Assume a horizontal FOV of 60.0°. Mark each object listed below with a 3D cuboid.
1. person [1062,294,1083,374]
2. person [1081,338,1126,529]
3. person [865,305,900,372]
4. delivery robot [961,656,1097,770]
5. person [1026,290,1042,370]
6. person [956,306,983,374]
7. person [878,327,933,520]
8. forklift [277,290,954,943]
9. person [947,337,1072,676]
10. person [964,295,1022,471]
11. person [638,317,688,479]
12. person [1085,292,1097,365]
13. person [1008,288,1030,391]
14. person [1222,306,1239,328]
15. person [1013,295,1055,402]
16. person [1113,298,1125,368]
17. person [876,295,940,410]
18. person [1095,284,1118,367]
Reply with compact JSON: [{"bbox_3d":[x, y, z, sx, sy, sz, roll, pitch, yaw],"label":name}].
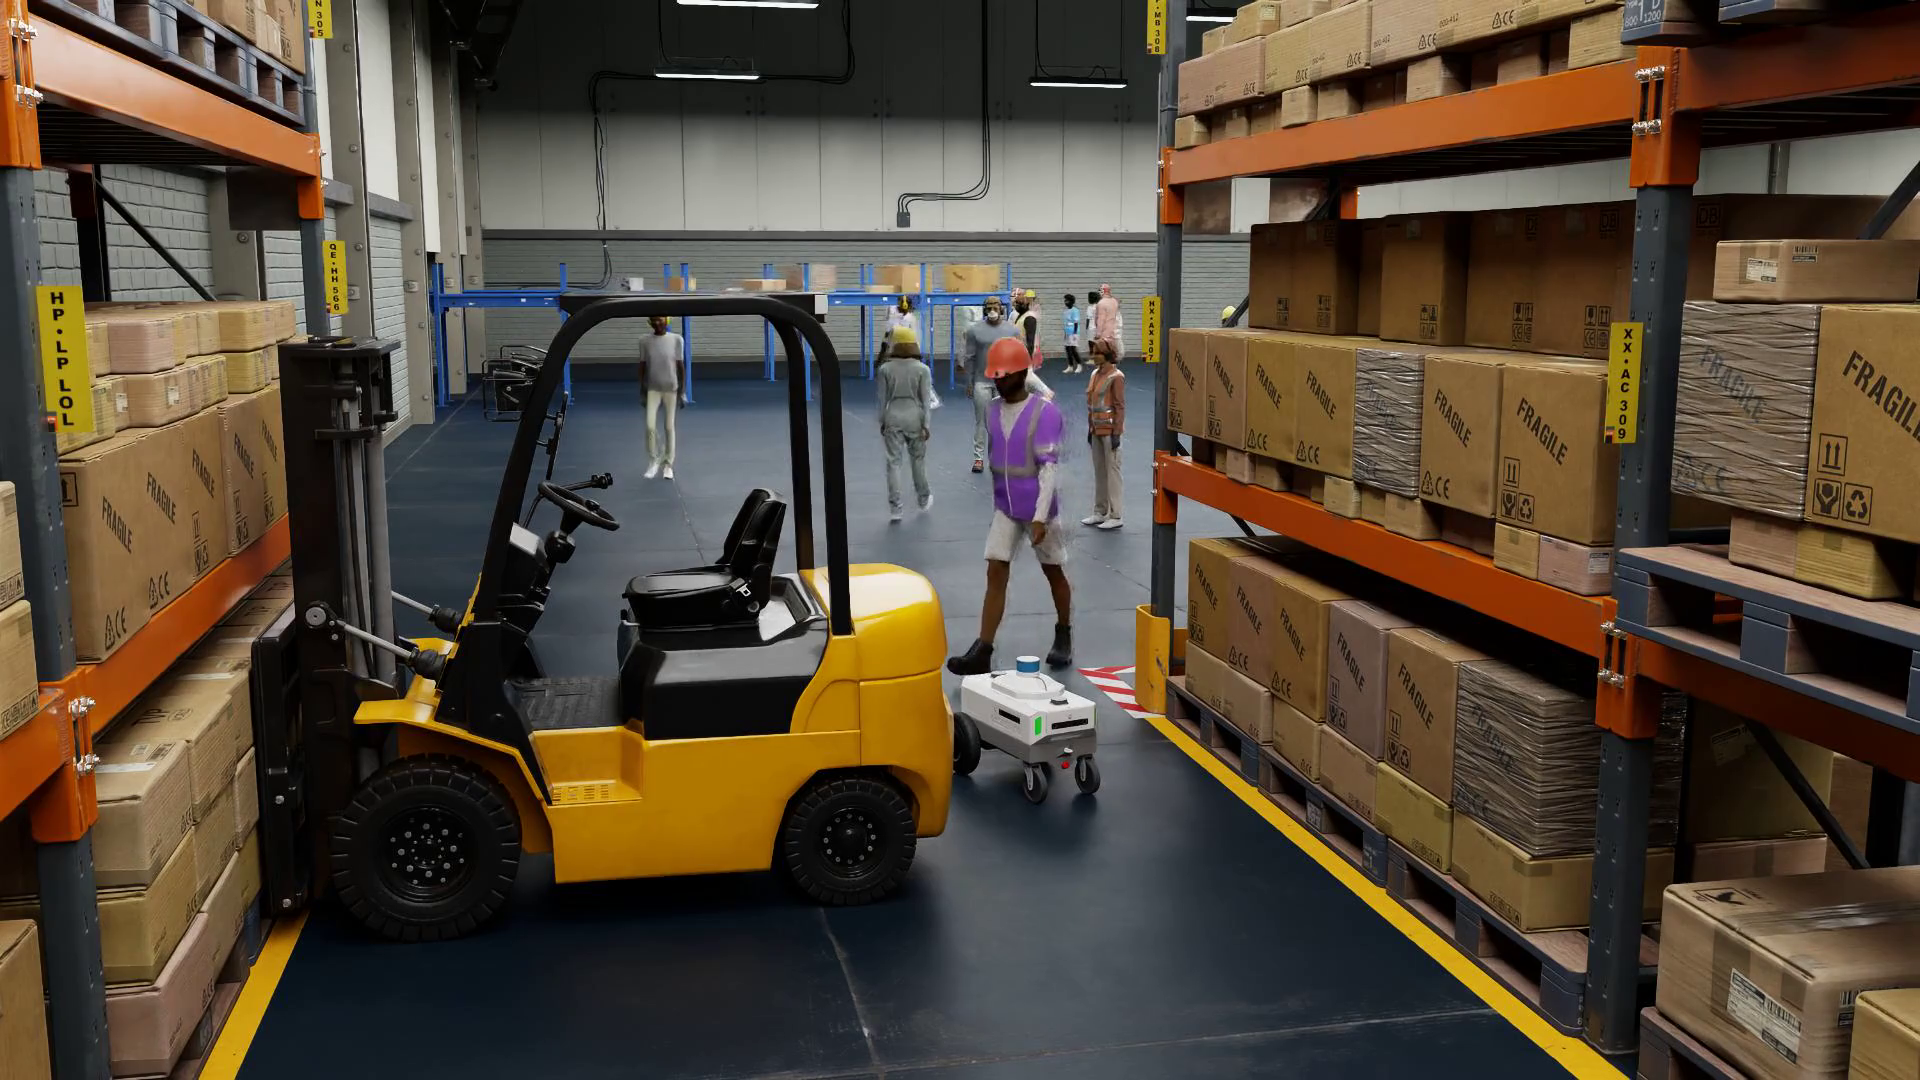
[{"bbox_3d":[2.392,-4.375,35.302,0.398,1.687,0.539,-3,10,-19],"label":"person"},{"bbox_3d":[1.256,-0.920,14.379,0.310,1.638,0.522,-4,10,-23],"label":"person"},{"bbox_3d":[-1.512,-4.582,35.972,1.033,1.879,0.563,-2,10,-12],"label":"person"},{"bbox_3d":[0.299,0.754,7.311,0.477,0.478,0.707,-5,11,-28],"label":"delivery robot"},{"bbox_3d":[1.579,-4.611,36.546,0.378,1.754,0.534,-8,12,-40],"label":"person"},{"bbox_3d":[0.277,-4.449,35.152,0.641,1.887,0.994,-7,12,-37],"label":"person"},{"bbox_3d":[-0.487,-1.063,15.047,0.503,1.703,0.813,1,9,8],"label":"person"},{"bbox_3d":[-1.179,0.175,6.143,2.313,2.155,1.214,-2,10,-12],"label":"forklift"},{"bbox_3d":[0.350,-0.173,9.160,0.605,1.873,1.007,8,12,39],"label":"person"},{"bbox_3d":[0.364,-1.729,18.399,0.630,1.940,0.372,0,9,-2],"label":"person"},{"bbox_3d":[-3.150,-1.559,17.635,0.523,1.854,0.608,-1,9,-5],"label":"person"},{"bbox_3d":[3.049,-4.867,38.266,0.354,1.684,0.552,6,11,34],"label":"person"},{"bbox_3d":[0.936,-3.133,27.052,0.409,1.909,0.639,2,10,14],"label":"person"},{"bbox_3d":[3.318,-1.989,20.495,0.525,1.772,0.309,1,9,8],"label":"person"},{"bbox_3d":[1.063,-2.966,26.312,0.804,1.817,0.639,-3,10,-17],"label":"person"},{"bbox_3d":[3.166,-4.108,33.856,0.364,1.625,0.507,5,11,29],"label":"person"},{"bbox_3d":[-0.791,-2.951,26.214,0.995,1.825,0.523,0,9,0],"label":"person"},{"bbox_3d":[2.913,-4.204,33.577,0.407,1.910,0.640,6,11,34],"label":"person"}]
